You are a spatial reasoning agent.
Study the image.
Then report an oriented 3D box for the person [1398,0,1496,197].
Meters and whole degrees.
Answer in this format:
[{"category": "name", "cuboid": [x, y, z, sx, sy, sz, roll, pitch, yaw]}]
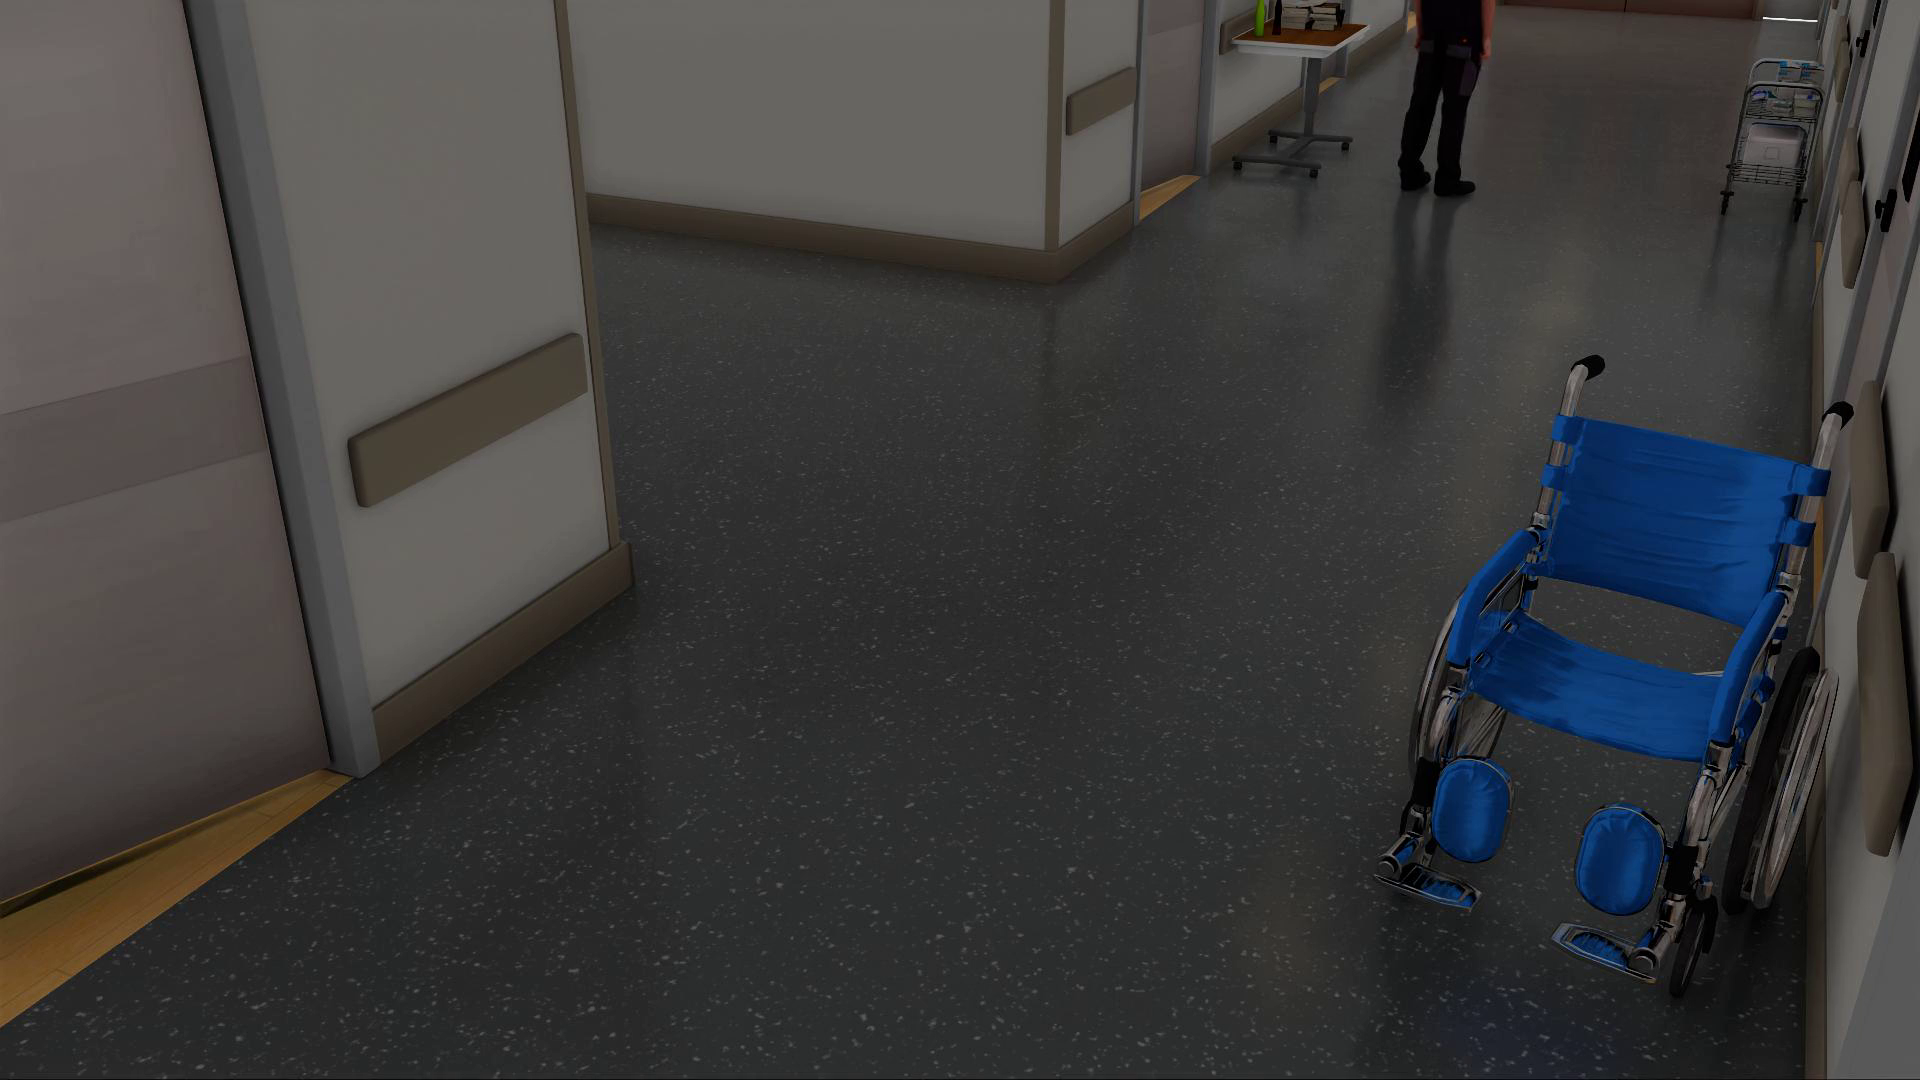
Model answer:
[{"category": "person", "cuboid": [2.866, -2.964, 9.719, 0.728, 1.848, 0.743, -21, 33, -36]}]
